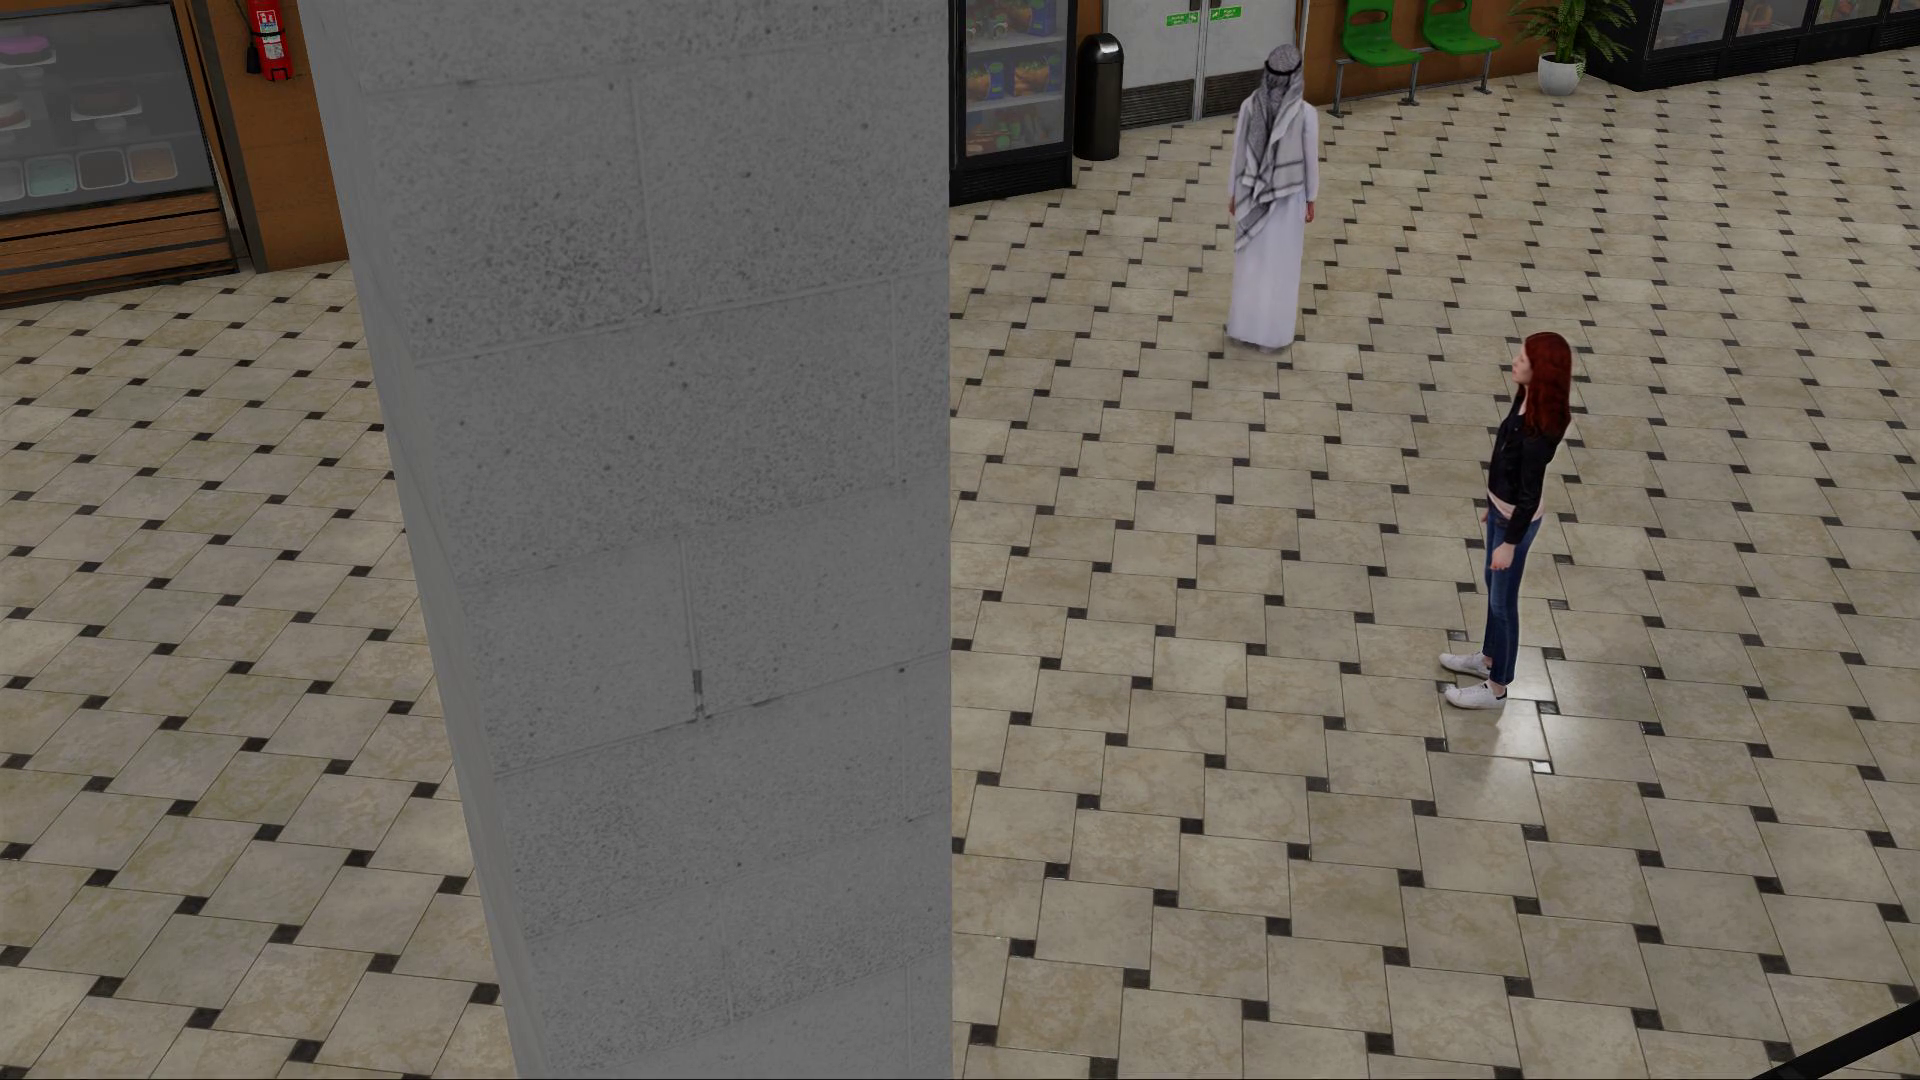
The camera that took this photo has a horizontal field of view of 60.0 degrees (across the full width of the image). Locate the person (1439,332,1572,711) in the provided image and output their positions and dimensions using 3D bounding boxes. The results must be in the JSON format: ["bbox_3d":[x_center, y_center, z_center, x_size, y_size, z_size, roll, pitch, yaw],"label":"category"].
[{"bbox_3d":[2.361,-0.070,7.135,0.721,1.787,0.631,5,32,9],"label":"person"}]

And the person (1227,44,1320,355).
[{"bbox_3d":[1.910,-2.069,10.217,0.815,1.926,0.893,15,35,22],"label":"person"}]
